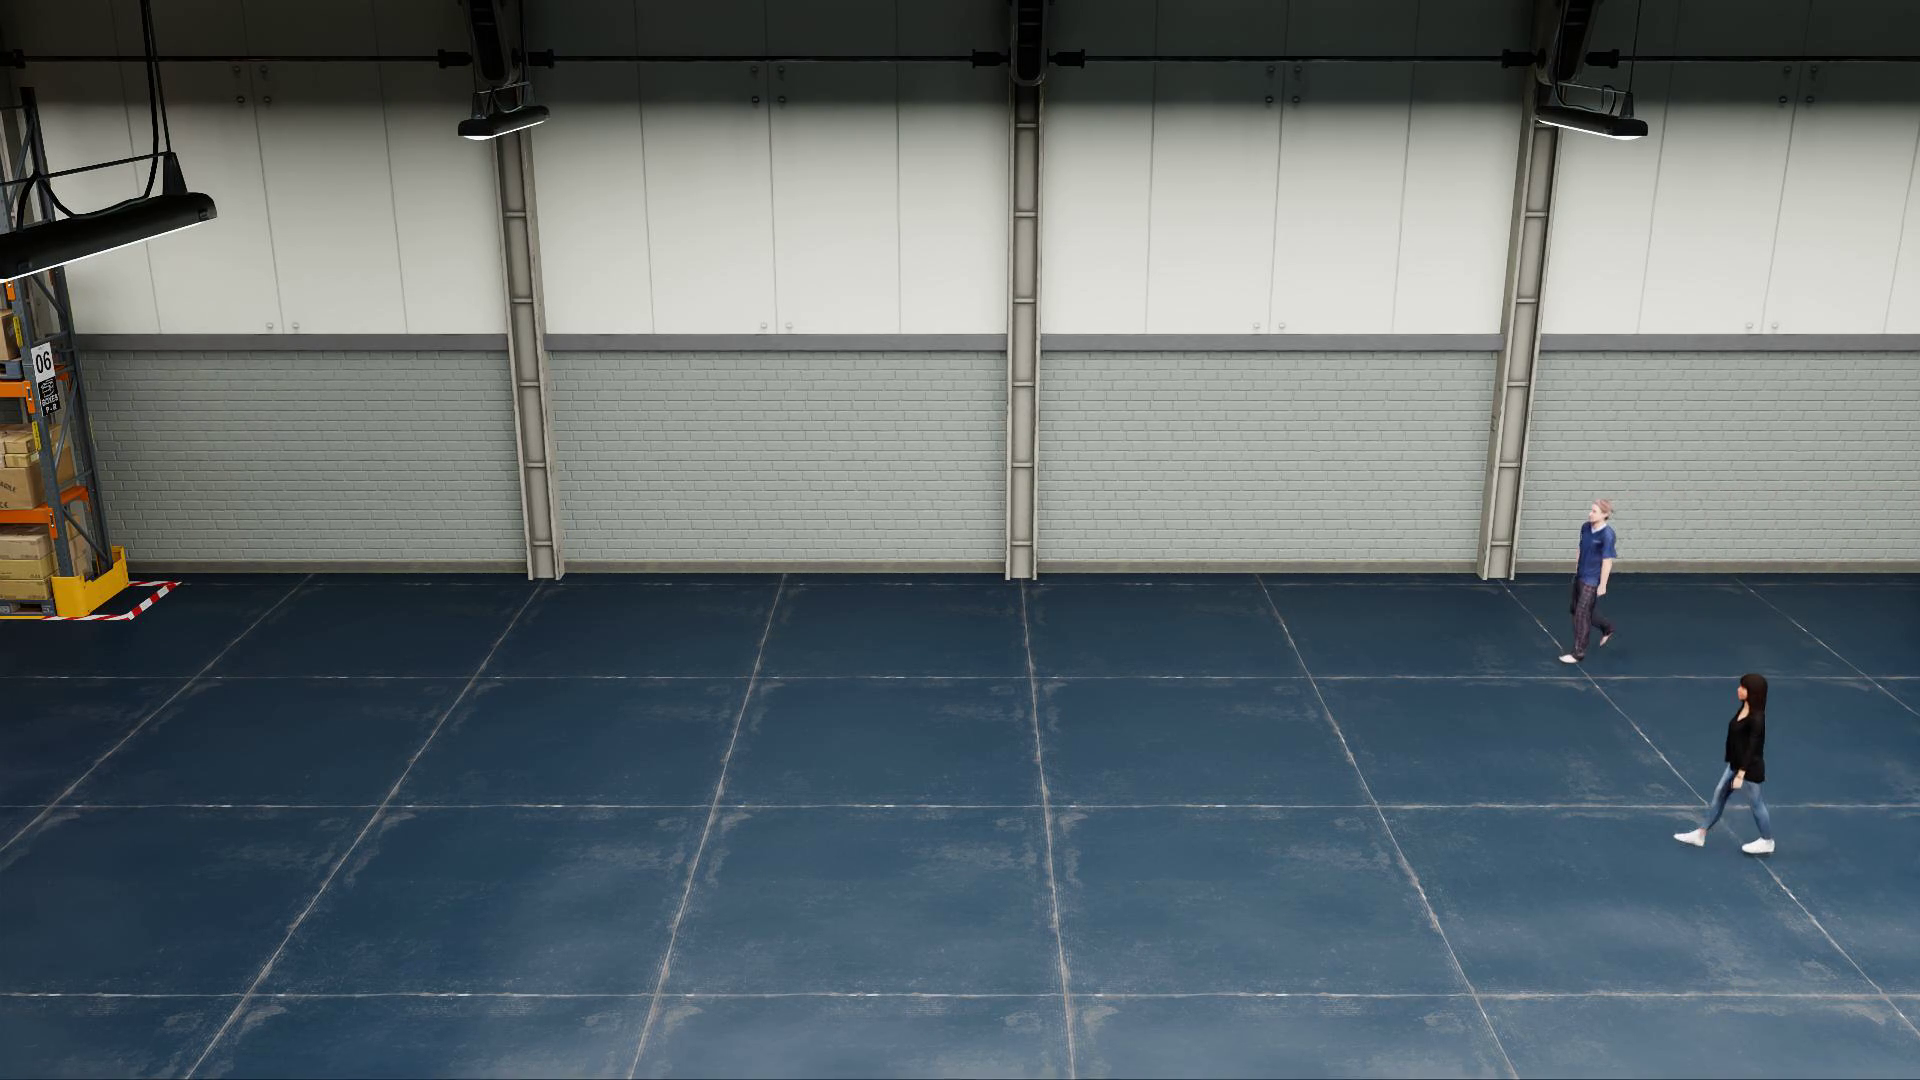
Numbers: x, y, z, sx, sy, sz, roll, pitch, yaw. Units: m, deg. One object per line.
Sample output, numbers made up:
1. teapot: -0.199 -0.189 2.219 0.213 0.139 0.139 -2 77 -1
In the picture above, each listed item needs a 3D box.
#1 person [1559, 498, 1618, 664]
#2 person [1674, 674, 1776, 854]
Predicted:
1. person: 6.929 0.432 18.095 0.986 1.856 0.769 -4 18 -11
2. person: 6.664 1.915 13.947 1.051 1.606 0.658 2 18 5
